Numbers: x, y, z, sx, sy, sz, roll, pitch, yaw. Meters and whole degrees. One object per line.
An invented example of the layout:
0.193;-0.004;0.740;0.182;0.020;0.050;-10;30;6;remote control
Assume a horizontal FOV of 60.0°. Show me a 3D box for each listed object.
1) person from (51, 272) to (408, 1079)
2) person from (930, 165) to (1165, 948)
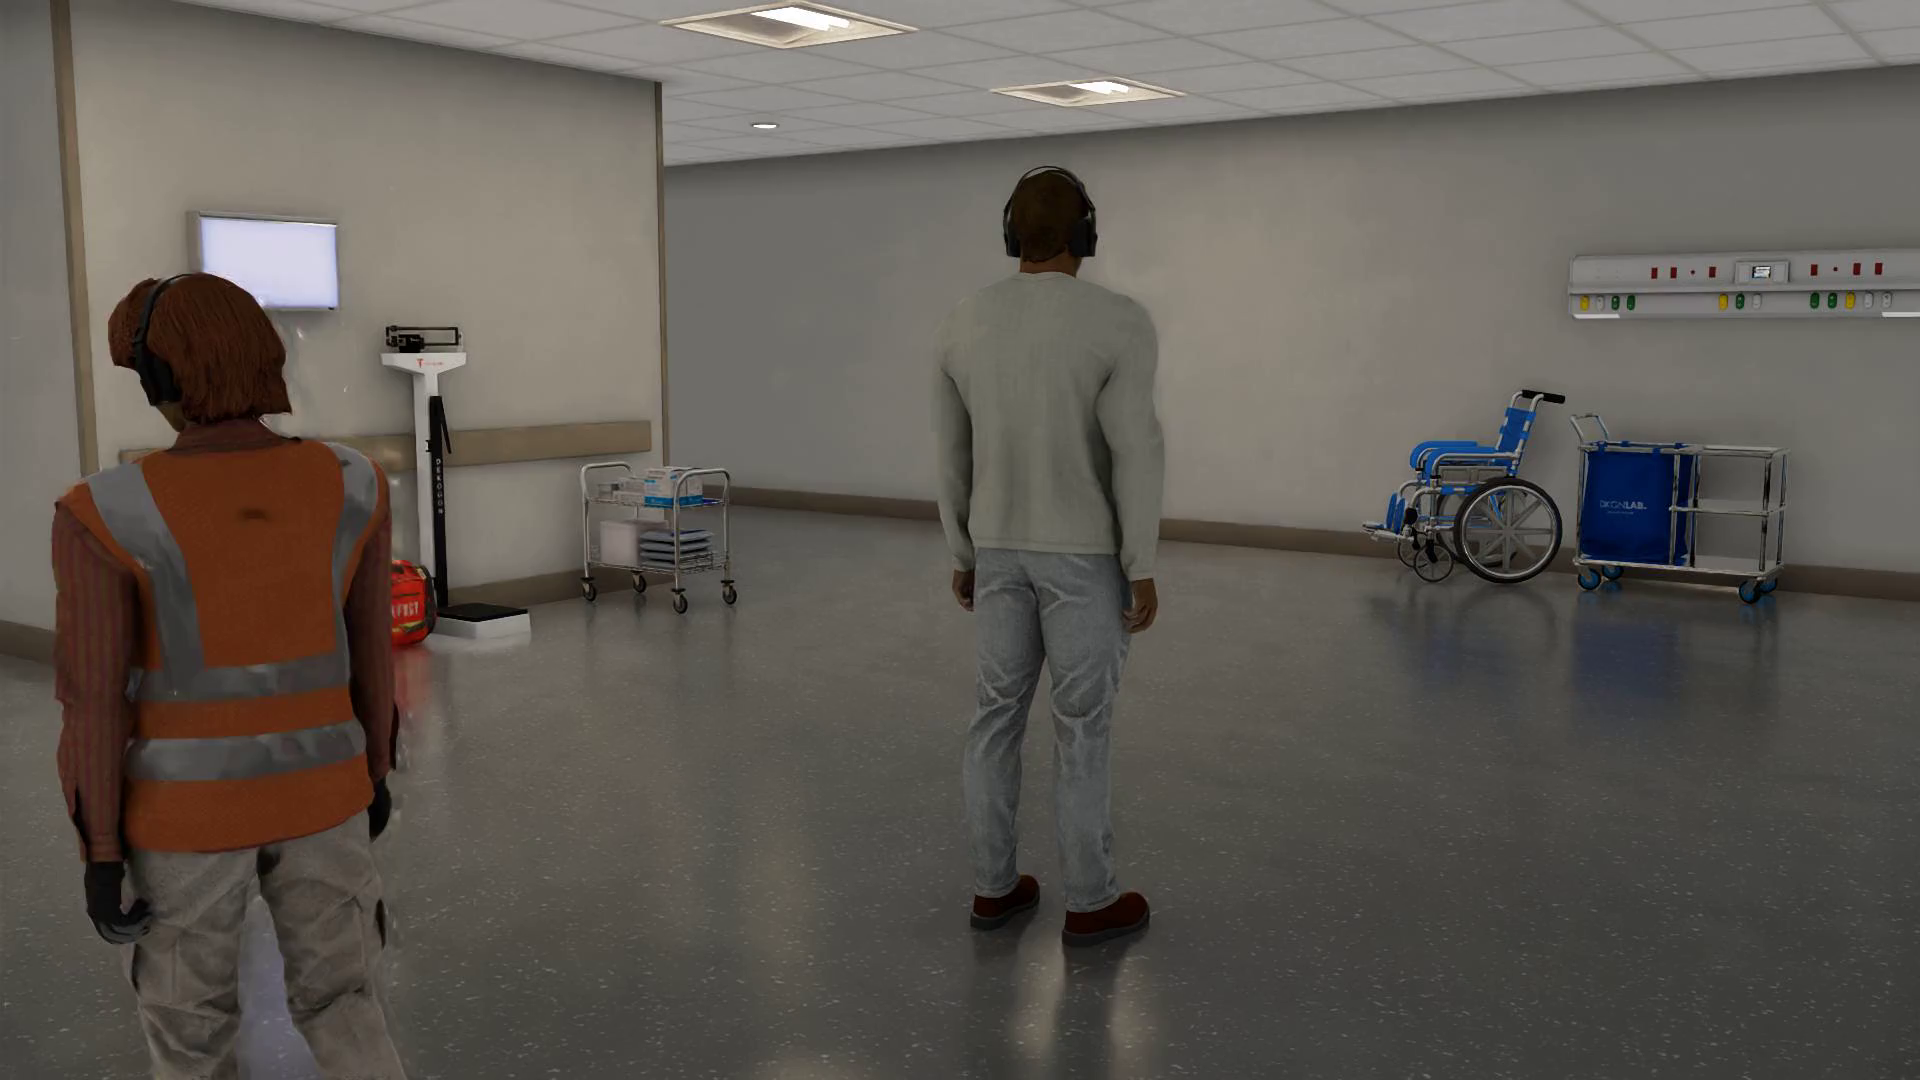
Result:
-1.017;0.419;2.448;0.527;1.616;0.629;-7;10;-44;person
0.224;0.046;4.187;0.631;1.940;0.370;4;8;31;person
